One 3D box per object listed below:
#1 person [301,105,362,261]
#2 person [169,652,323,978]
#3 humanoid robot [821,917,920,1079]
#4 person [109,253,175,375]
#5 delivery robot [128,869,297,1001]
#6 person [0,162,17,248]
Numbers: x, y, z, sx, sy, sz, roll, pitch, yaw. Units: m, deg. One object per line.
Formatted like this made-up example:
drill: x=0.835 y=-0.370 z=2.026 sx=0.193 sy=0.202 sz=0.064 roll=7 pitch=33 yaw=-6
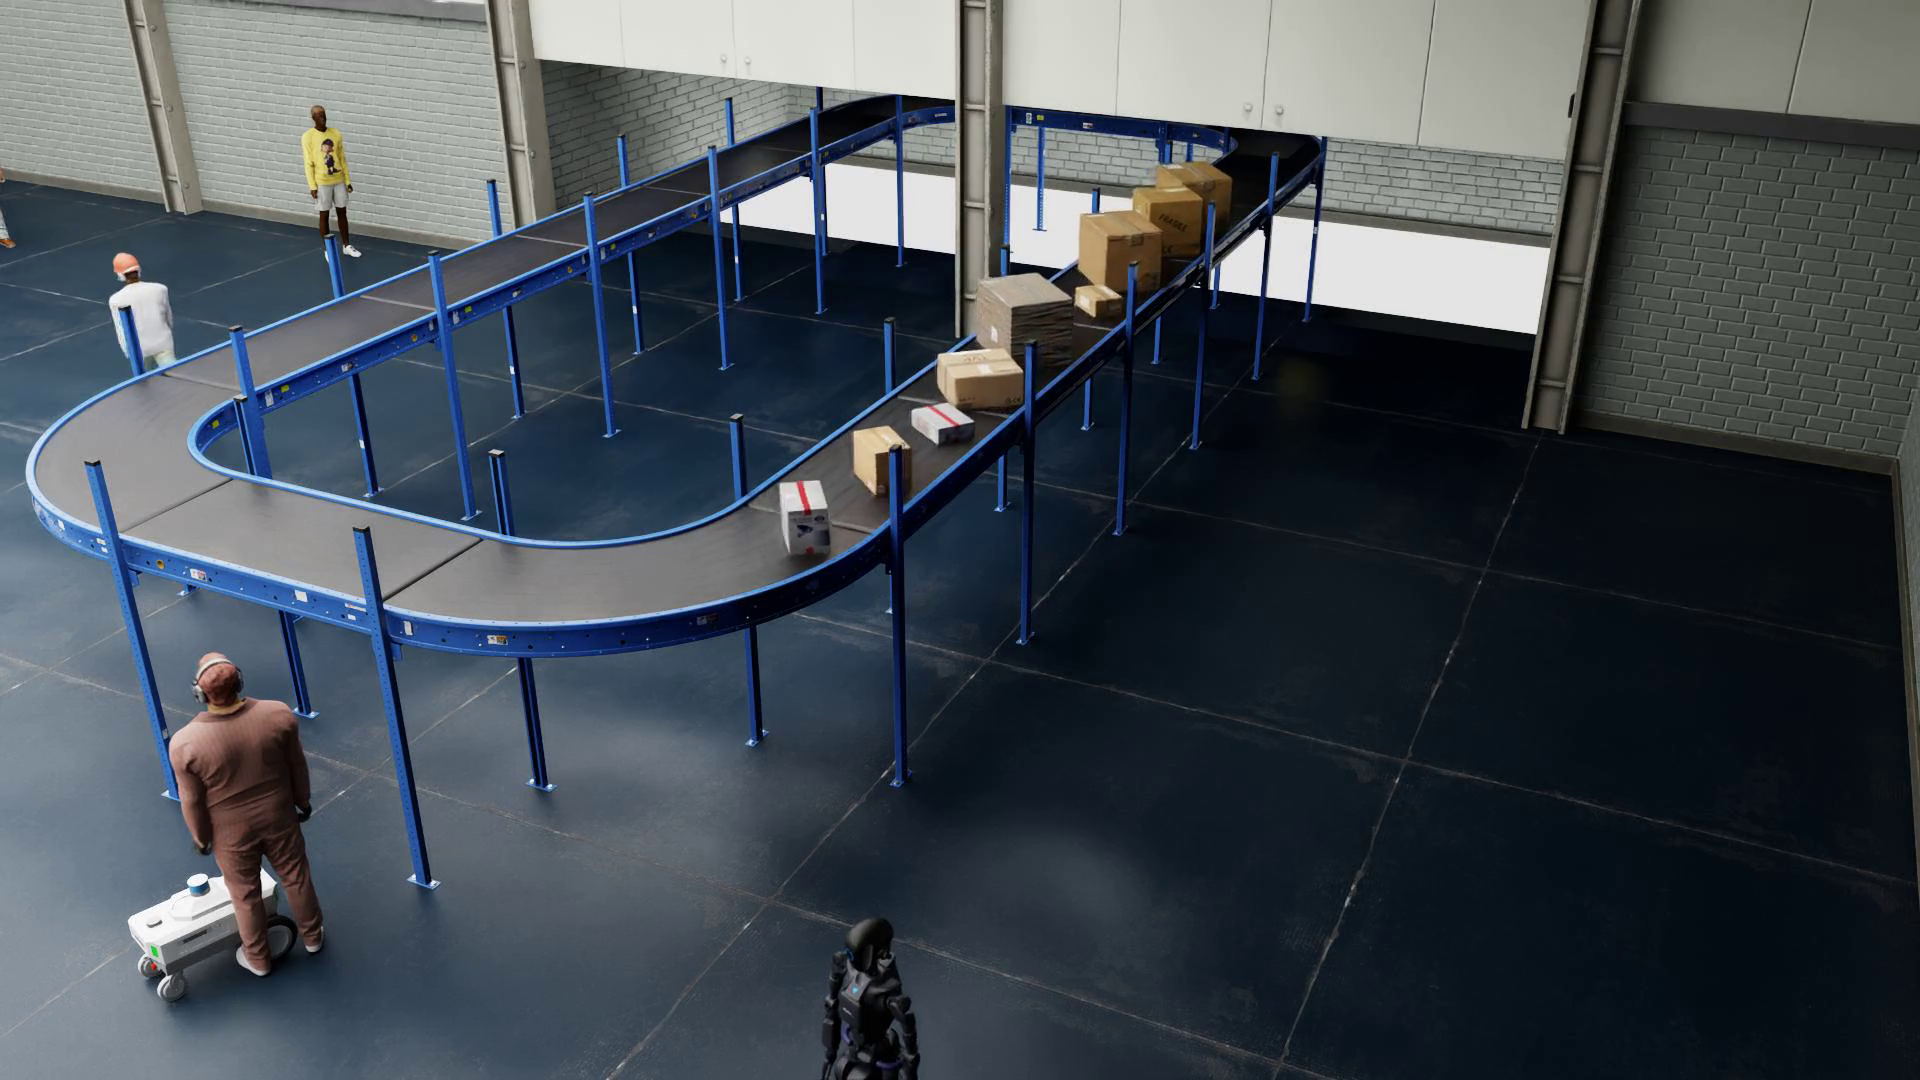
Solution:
person: x=-7.780 y=-4.401 z=20.513 sx=0.377 sy=1.899 sz=0.544 roll=23 pitch=35 yaw=38
person: x=-3.730 y=1.435 z=8.739 sx=0.640 sy=1.913 sz=0.411 roll=-20 pitch=32 yaw=-34
humanoid robot: x=-0.380 y=2.320 z=7.212 sx=0.588 sy=1.652 sz=0.328 roll=23 pitch=34 yaw=38
person: x=-7.623 y=-1.859 z=15.600 sx=0.915 sy=1.700 sz=0.565 roll=24 pitch=35 yaw=39
delivery robot: x=-4.036 y=2.074 z=8.997 sx=0.803 sy=0.614 sz=0.499 roll=-24 pitch=35 yaw=-39
person: x=-12.319 y=-4.595 z=20.859 sx=0.373 sy=1.940 sz=0.628 roll=21 pitch=33 yaw=35
